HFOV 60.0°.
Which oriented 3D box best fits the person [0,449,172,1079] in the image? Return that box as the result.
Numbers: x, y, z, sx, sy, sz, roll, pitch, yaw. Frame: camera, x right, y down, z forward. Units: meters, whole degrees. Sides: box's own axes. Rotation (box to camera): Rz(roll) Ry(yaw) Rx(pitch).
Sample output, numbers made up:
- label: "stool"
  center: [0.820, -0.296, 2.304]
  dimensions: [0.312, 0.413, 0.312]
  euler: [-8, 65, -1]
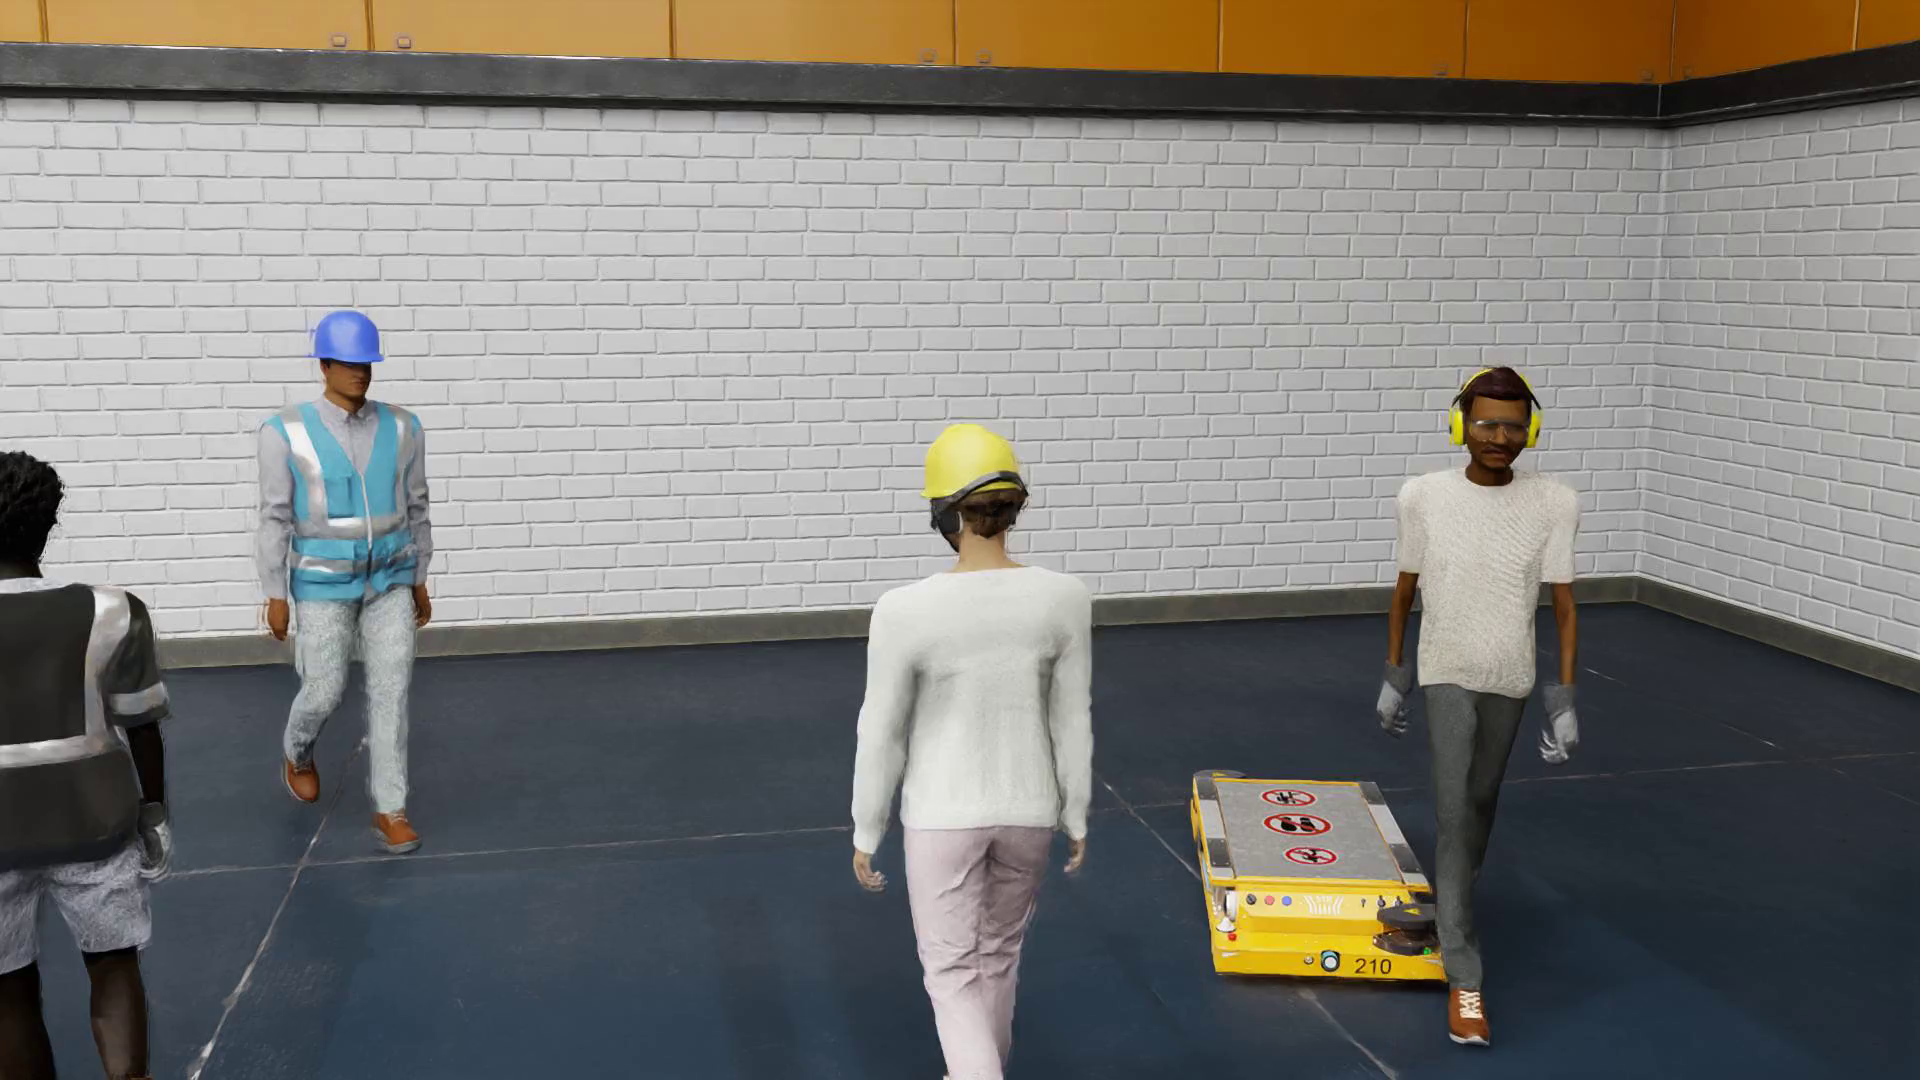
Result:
- label: "person"
  center: [-1.971, 0.651, 3.571]
  dimensions: [0.540, 1.681, 0.458]
  euler: [-6, 11, -33]

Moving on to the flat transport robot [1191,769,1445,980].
- label: "flat transport robot"
  center: [1.122, 1.050, 5.455]
  dimensions: [0.652, 0.197, 1.431]
  euler: [1, 9, 5]

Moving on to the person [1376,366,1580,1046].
- label: "person"
  center: [1.479, 0.402, 4.746]
  dimensions: [0.522, 1.816, 1.031]
  euler: [1, 9, 9]

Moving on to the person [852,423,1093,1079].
- label: "person"
  center: [0.032, 0.607, 3.700]
  dimensions: [0.541, 1.739, 0.740]
  euler: [-4, 10, -23]

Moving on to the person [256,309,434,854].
- label: "person"
  center: [-2.233, 0.133, 6.010]
  dimensions: [0.622, 1.931, 0.733]
  euler: [-8, 12, -40]
